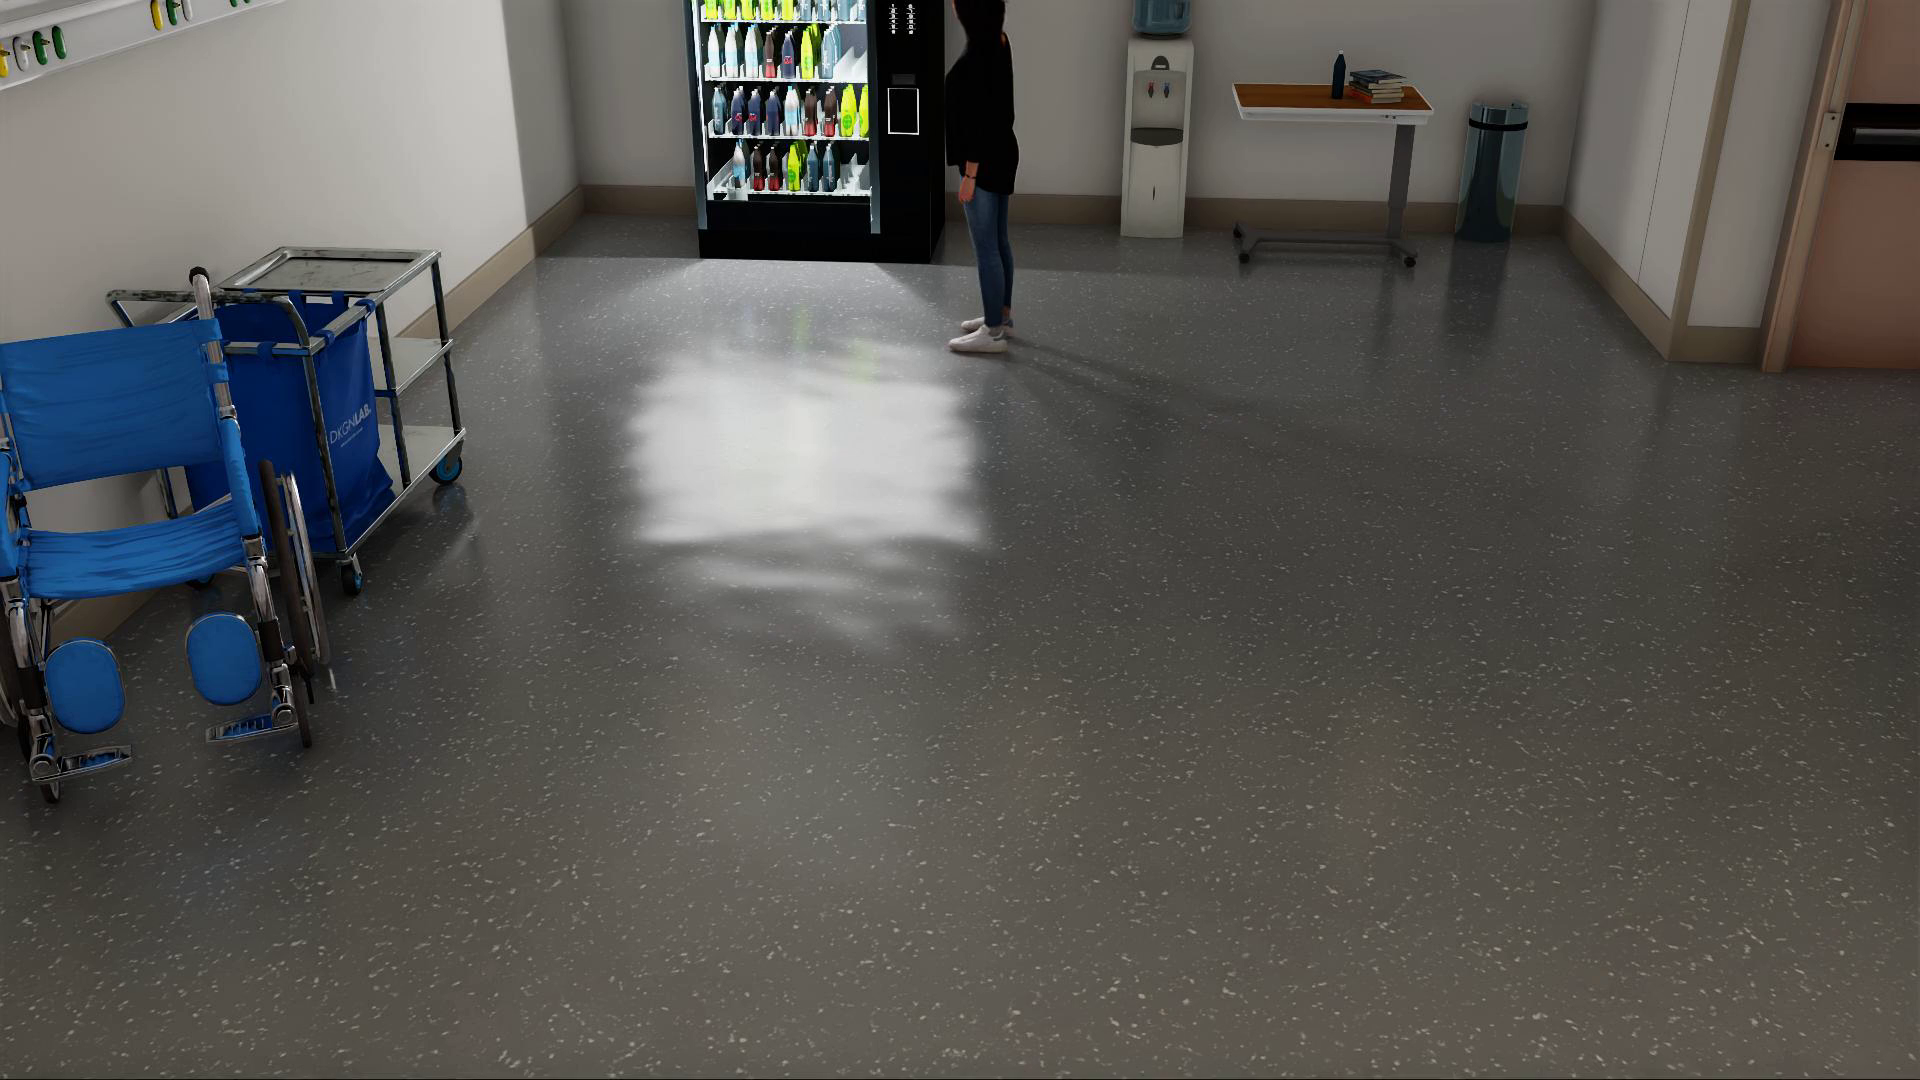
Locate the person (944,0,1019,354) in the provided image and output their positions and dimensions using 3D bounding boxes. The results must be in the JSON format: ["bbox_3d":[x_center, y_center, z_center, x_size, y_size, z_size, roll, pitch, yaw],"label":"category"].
[{"bbox_3d":[0.114,-1.631,7.150,0.567,1.644,0.610,7,27,13],"label":"person"}]
